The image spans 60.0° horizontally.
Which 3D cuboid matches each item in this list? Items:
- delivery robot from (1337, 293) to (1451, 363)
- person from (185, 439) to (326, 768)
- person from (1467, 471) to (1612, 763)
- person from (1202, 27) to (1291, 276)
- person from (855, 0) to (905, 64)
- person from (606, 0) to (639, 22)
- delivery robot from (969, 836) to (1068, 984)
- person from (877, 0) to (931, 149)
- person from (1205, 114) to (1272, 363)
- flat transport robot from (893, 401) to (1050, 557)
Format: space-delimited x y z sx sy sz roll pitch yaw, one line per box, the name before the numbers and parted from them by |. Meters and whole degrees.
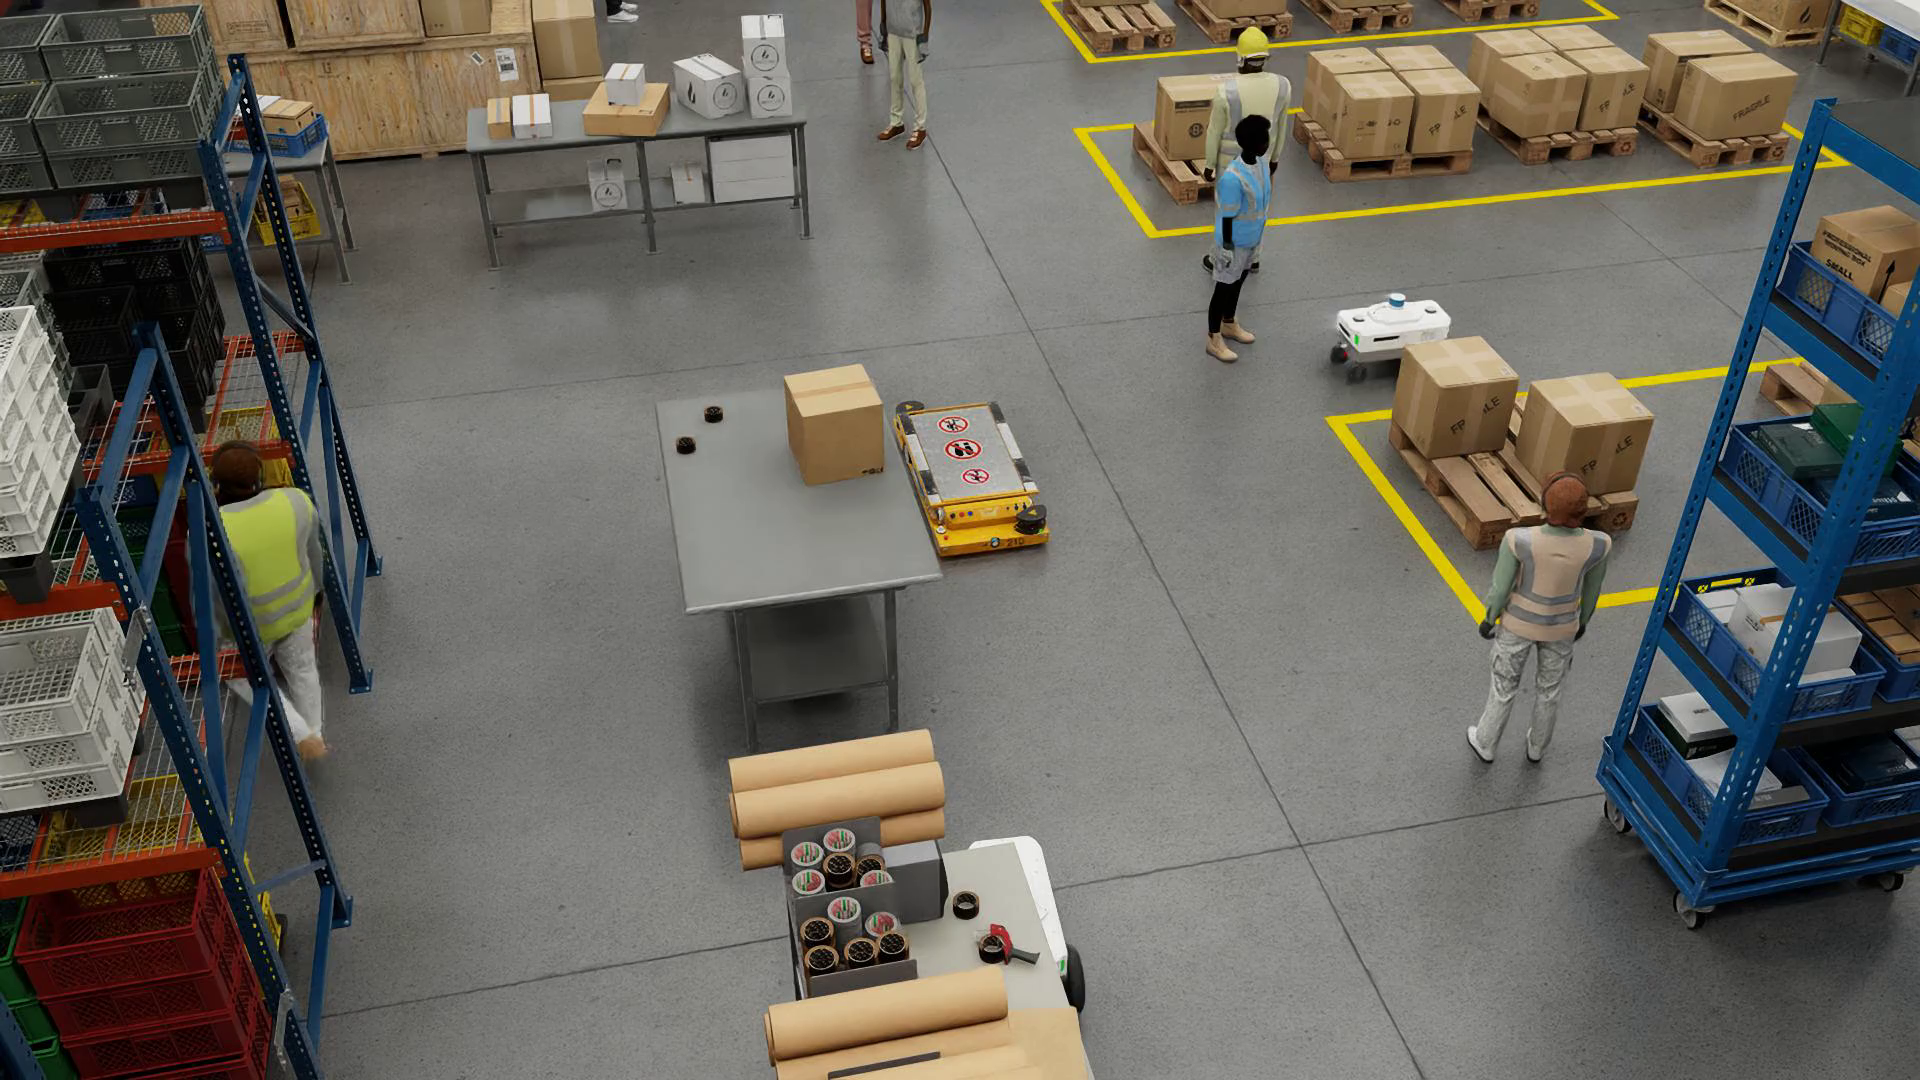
delivery robot | 2.890 -1.416 11.122 0.707 0.478 0.477 -8 37 -10
person | -3.246 0.341 7.780 0.454 1.823 0.669 27 44 31
person | 2.721 0.396 7.859 0.515 1.640 0.314 3 37 4
person | 2.033 -2.769 11.963 0.595 1.824 0.403 -10 38 -13
person | -0.772 -5.394 15.431 0.647 1.901 0.402 -12 38 -15
person | -3.455 -6.085 16.348 0.385 1.912 0.592 -8 37 -10
delivery robot | 0.232 1.591 7.081 0.477 0.478 0.707 -5 37 -7
person | -0.471 -4.201 13.851 0.514 1.867 0.328 22 42 26
person | 1.864 -2.014 11.049 0.316 1.696 0.540 21 41 25
flat transport robot | 0.046 -0.430 10.108 0.652 0.197 1.431 -8 37 -10
